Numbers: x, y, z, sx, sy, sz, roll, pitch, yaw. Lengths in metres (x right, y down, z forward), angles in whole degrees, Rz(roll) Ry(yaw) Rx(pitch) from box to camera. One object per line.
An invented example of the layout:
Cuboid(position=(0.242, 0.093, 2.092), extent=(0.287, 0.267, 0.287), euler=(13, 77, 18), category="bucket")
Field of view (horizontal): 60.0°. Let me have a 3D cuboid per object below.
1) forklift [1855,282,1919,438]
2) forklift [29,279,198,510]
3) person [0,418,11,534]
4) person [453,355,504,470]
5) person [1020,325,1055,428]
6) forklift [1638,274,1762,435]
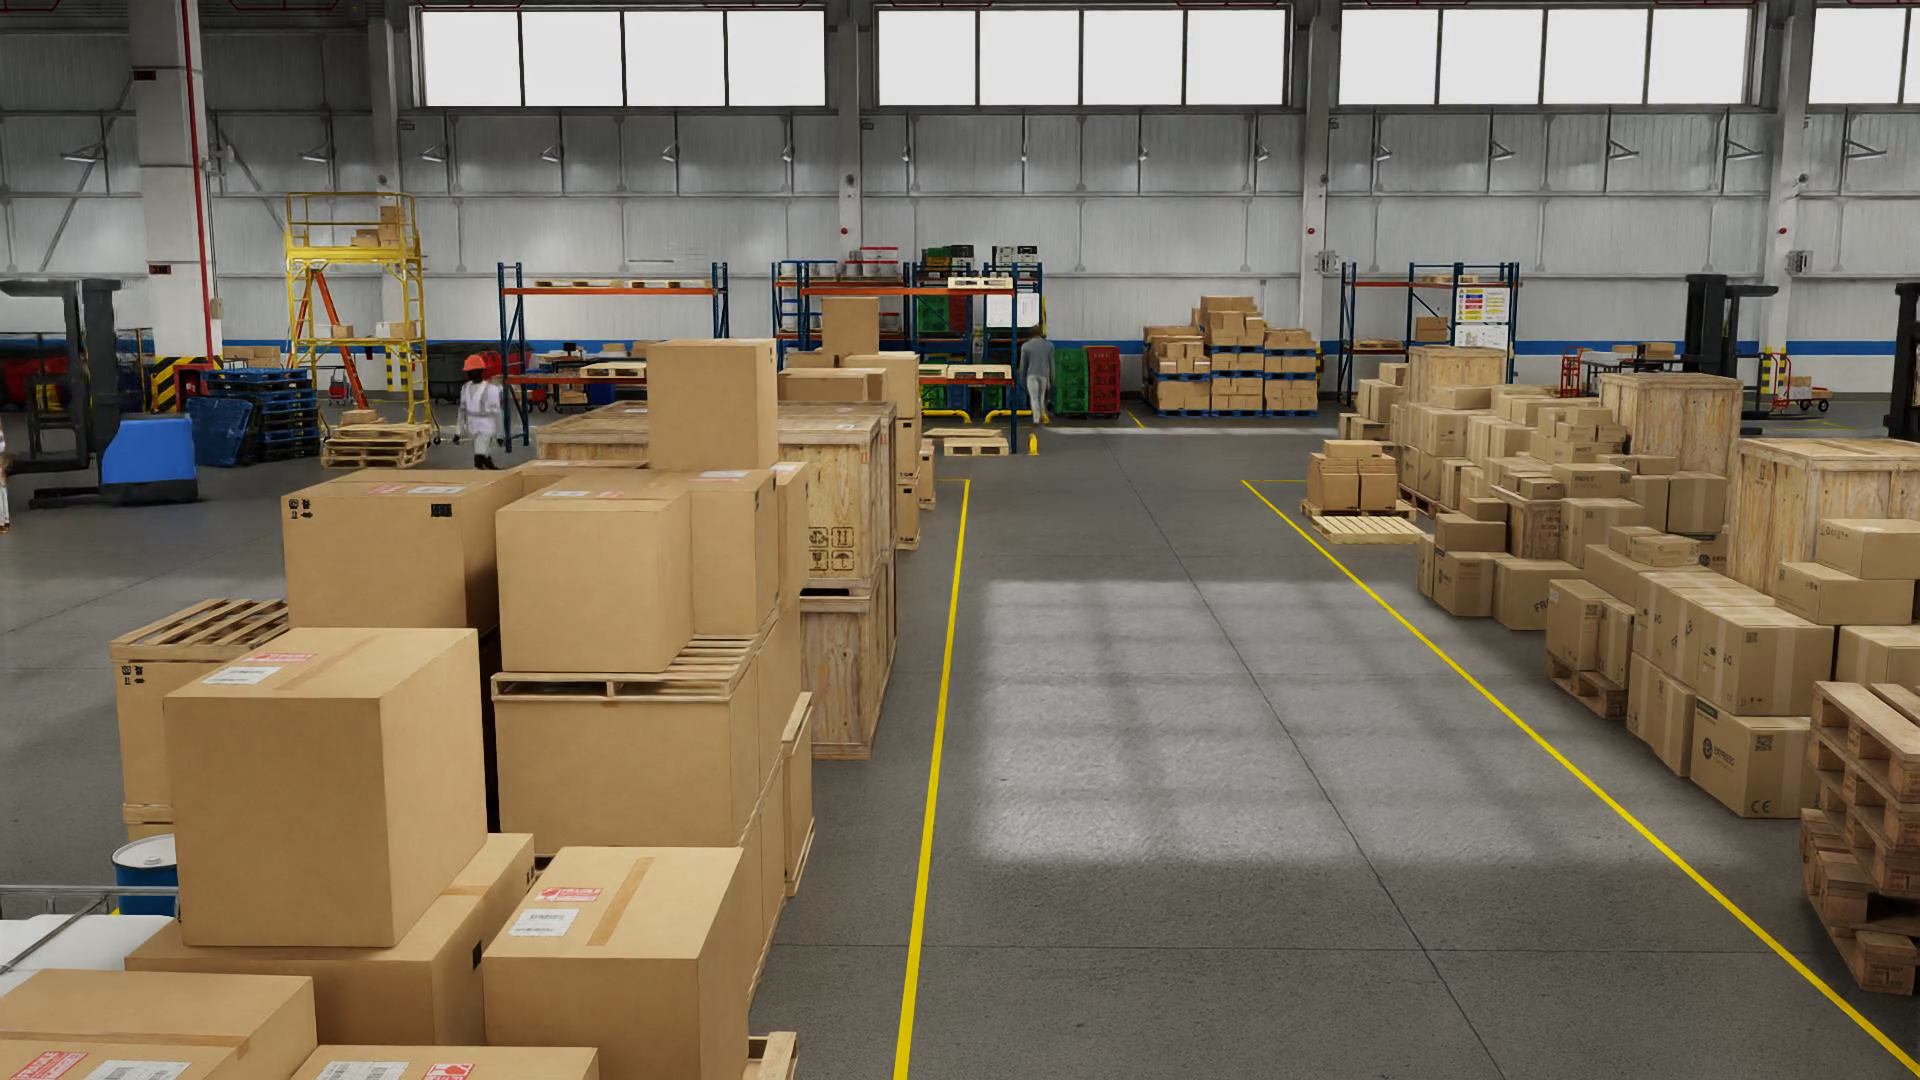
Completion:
Cuboid(position=(10.306, -1.325, 17.573), extent=(1.129, 2.768, 1.873), euler=(0, 9, 0), category="forklift")
Cuboid(position=(-10.671, -1.867, 20.817), extent=(1.873, 2.768, 1.129), euler=(-4, 10, -25), category="forklift")
Cuboid(position=(-10.889, -0.998, 18.618), extent=(0.343, 1.880, 0.580), euler=(-3, 10, -19), category="person")
Cuboid(position=(-6.003, -1.343, 20.638), extent=(0.550, 1.882, 0.999), euler=(6, 11, 31), category="person")
Cuboid(position=(1.417, -3.018, 30.664), extent=(0.643, 1.904, 0.920), euler=(-2, 10, -12), category="person")
Cuboid(position=(13.018, -3.274, 29.249), extent=(1.873, 2.768, 1.129), euler=(0, 9, 1), category="forklift")
